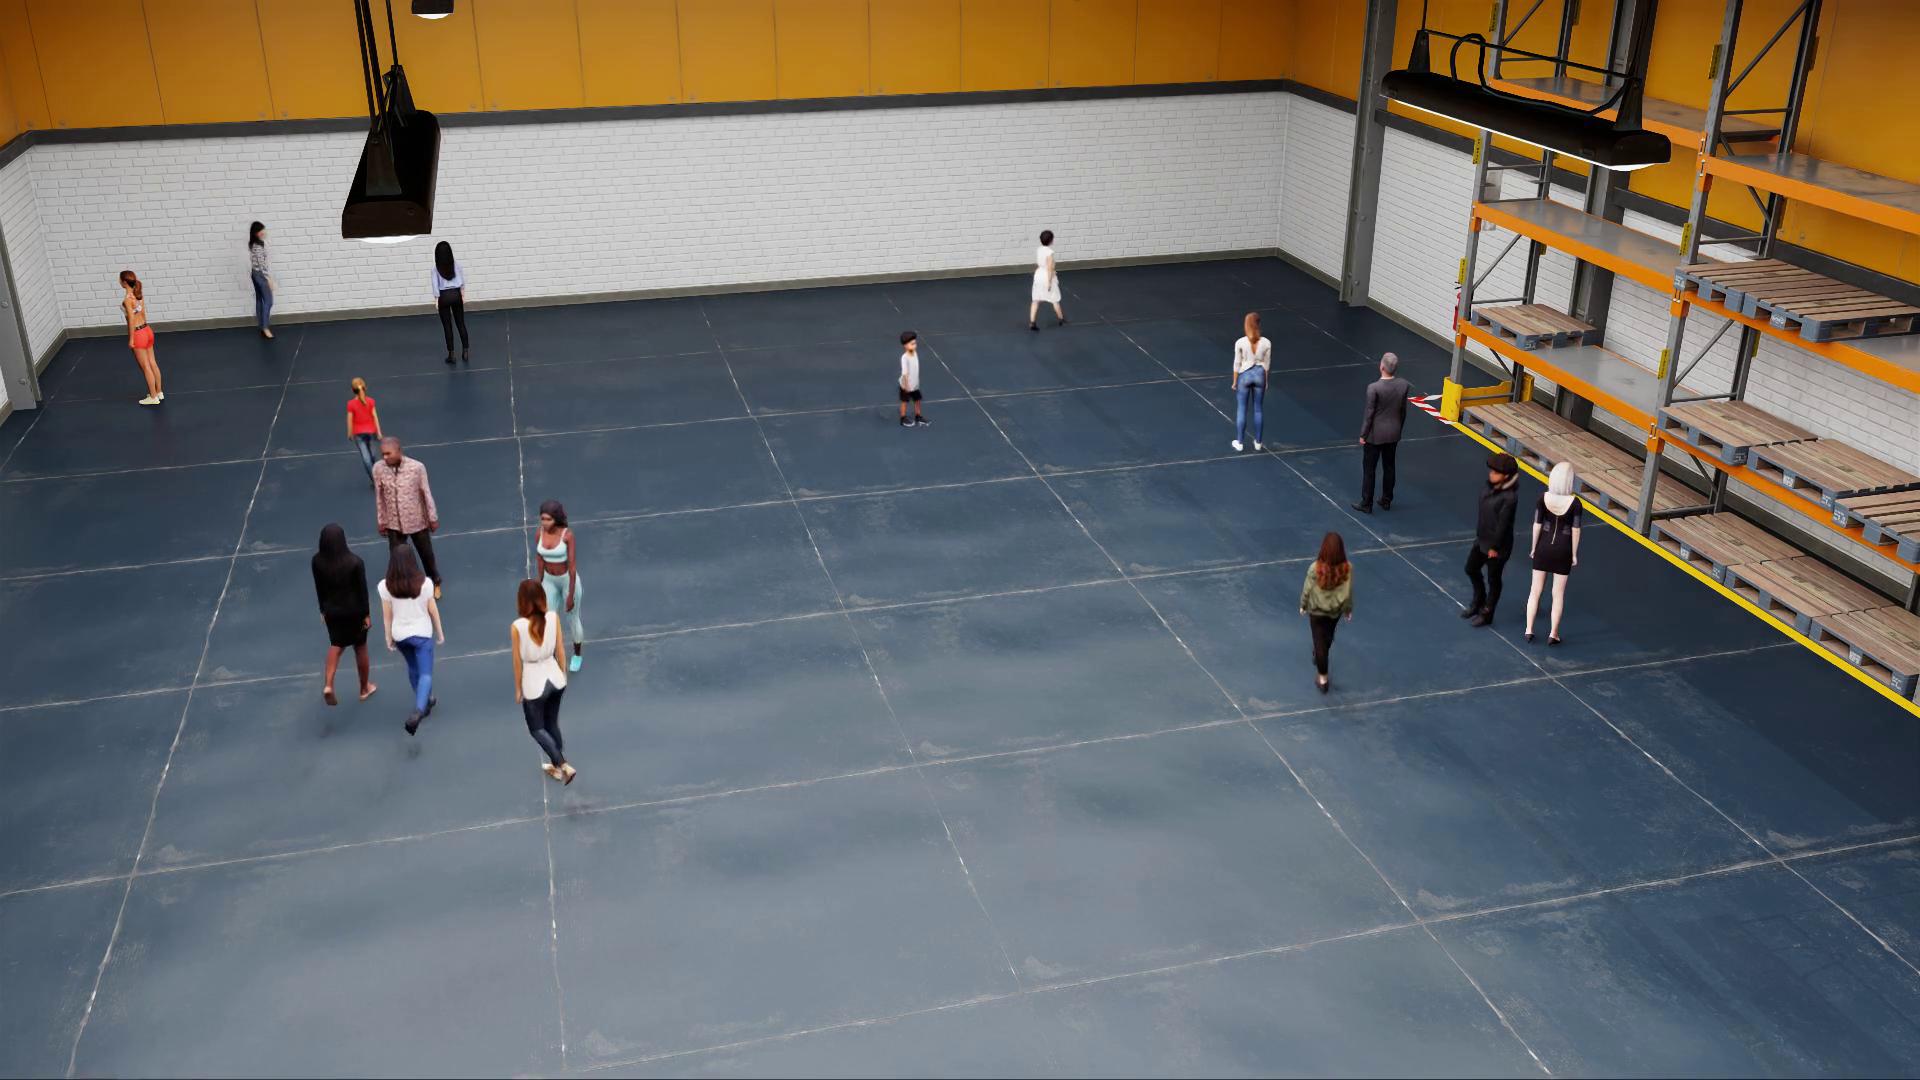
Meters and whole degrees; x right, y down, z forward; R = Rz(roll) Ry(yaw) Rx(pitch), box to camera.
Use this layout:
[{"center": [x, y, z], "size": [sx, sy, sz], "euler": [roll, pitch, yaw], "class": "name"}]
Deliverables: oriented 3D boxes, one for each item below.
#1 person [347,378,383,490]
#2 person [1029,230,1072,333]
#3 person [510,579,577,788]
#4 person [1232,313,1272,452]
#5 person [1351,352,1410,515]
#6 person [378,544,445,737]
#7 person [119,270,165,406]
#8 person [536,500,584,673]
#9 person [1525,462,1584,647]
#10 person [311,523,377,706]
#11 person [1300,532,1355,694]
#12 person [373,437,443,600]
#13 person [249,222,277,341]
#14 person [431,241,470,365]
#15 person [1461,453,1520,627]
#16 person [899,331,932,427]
[{"center": [-6.853, -1.208, 19.193], "size": [0.672, 1.286, 0.916], "euler": [-15, 28, -31], "class": "person"}, {"center": [1.210, -3.855, 24.957], "size": [0.845, 1.519, 0.970], "euler": [-17, 29, -34], "class": "person"}, {"center": [-3.256, 1.184, 13.124], "size": [0.832, 1.764, 0.960], "euler": [-17, 29, -33], "class": "person"}, {"center": [3.558, -1.935, 20.311], "size": [0.653, 1.723, 0.596], "euler": [-1, 24, -2], "class": "person"}, {"center": [4.687, -1.201, 18.484], "size": [0.747, 1.841, 0.631], "euler": [-9, 25, -20], "class": "person"}, {"center": [-4.606, 0.880, 13.955], "size": [0.774, 1.656, 1.121], "euler": [-3, 24, -6], "class": "person"}, {"center": [-10.796, -2.677, 21.921], "size": [0.709, 1.792, 0.593], "euler": [1, 24, 3], "class": "person"}, {"center": [-3.552, 0.398, 14.993], "size": [0.745, 1.707, 0.815], "euler": [6, 24, 13], "class": "person"}, {"center": [5.516, 0.126, 15.462], "size": [0.646, 1.830, 0.703], "euler": [13, 27, 27], "class": "person"}, {"center": [-5.338, 0.680, 14.344], "size": [0.797, 1.711, 0.991], "euler": [2, 24, 5], "class": "person"}, {"center": [3.263, 0.660, 14.713], "size": [0.684, 1.452, 0.926], "euler": [-3, 24, -6], "class": "person"}, {"center": [-5.426, -0.213, 16.304], "size": [0.799, 1.776, 0.960], "euler": [-5, 24, -10], "class": "person"}, {"center": [-10.392, -3.857, 24.639], "size": [0.584, 1.777, 0.819], "euler": [21, 31, 40], "class": "person"}, {"center": [-7.229, -3.379, 23.587], "size": [0.723, 1.744, 0.701], "euler": [-18, 29, -36], "class": "person"}, {"center": [5.149, -0.006, 15.852], "size": [0.709, 1.759, 0.543], "euler": [-9, 25, -20], "class": "person"}, {"center": [-0.698, -2.057, 21.184], "size": [0.735, 1.247, 0.672], "euler": [14, 27, 29], "class": "person"}]
